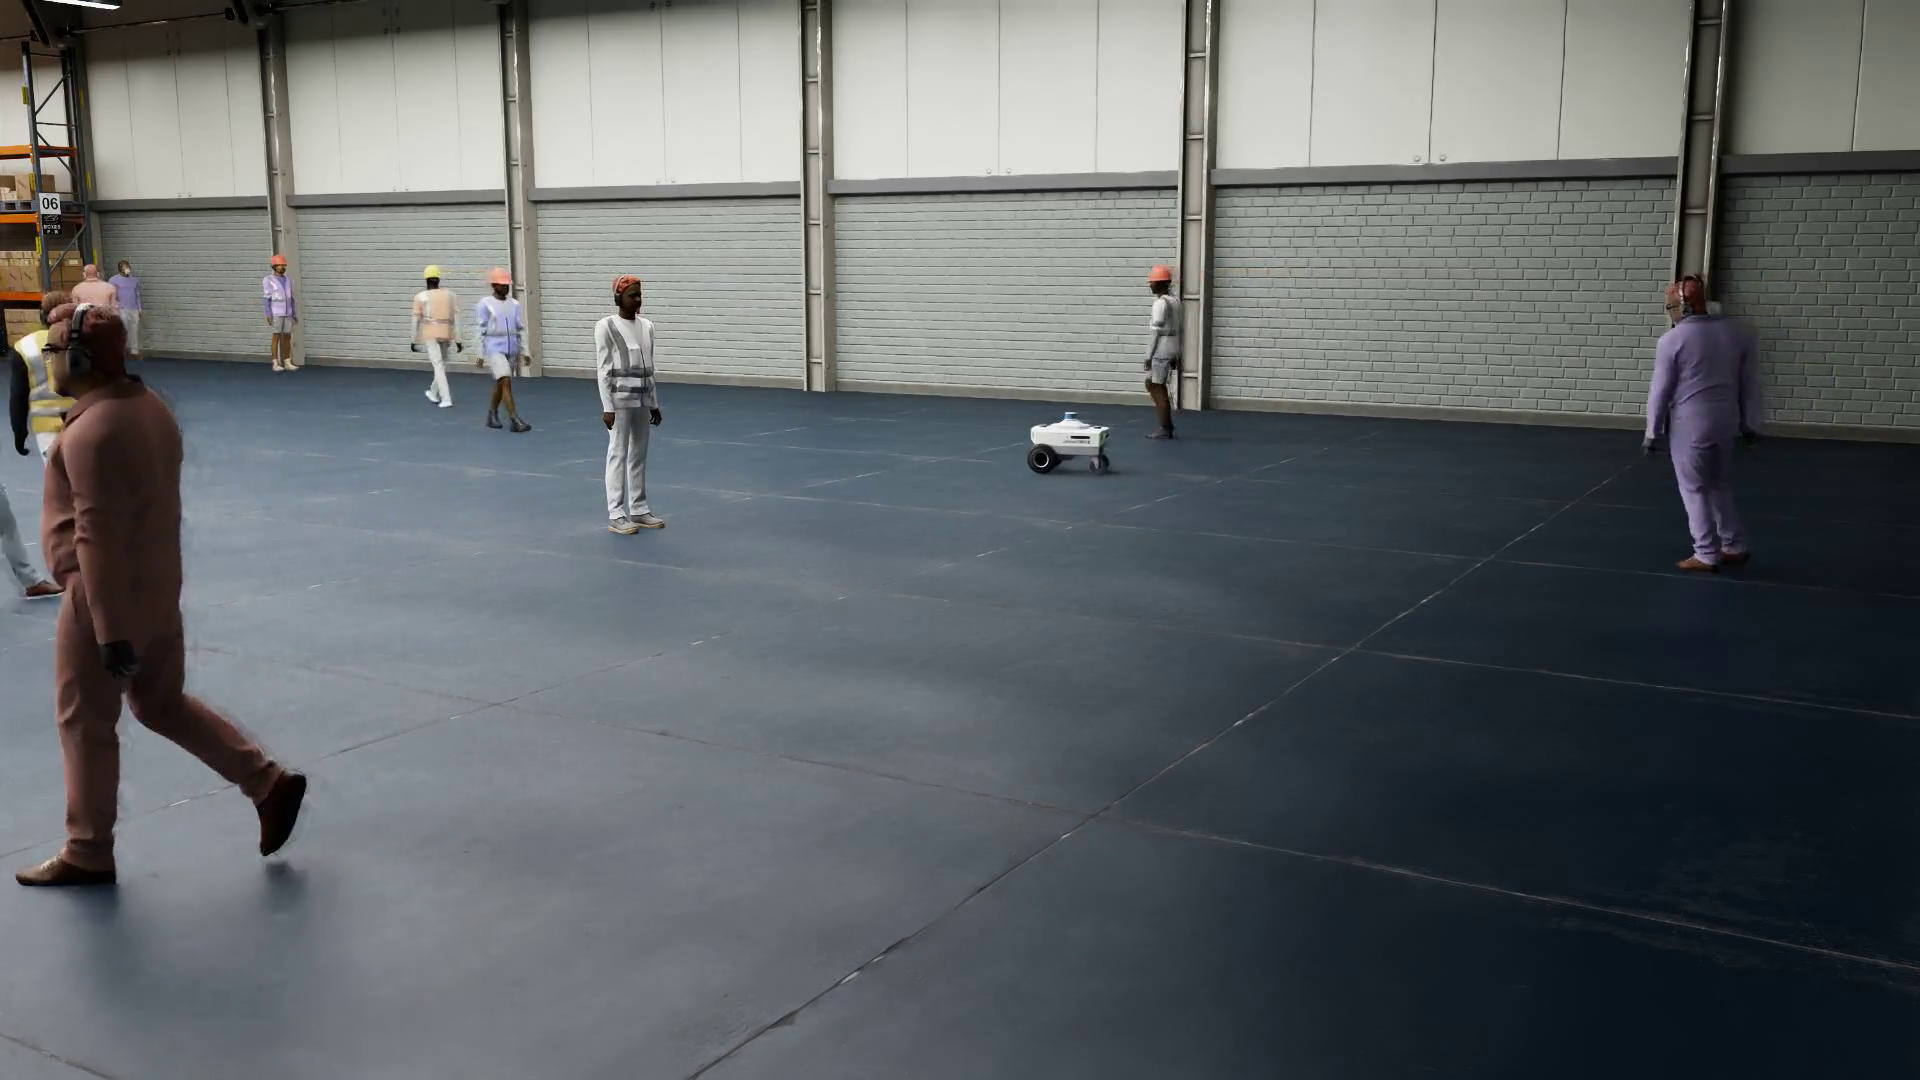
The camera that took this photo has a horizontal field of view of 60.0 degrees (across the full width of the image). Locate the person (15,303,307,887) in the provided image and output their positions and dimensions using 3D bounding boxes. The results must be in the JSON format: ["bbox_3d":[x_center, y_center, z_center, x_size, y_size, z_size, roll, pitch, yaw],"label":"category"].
[{"bbox_3d":[-2.624,0.184,5.330,0.808,1.884,0.643,-1,10,-3],"label":"person"}]

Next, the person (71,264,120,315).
[{"bbox_3d":[-13.625,-3.397,26.259,0.675,1.893,0.429,-4,11,-24],"label":"person"}]

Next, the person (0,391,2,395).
[{"bbox_3d":[-14.231,-3.097,24.199,0.383,1.996,0.609,-6,12,-33],"label":"person"}]

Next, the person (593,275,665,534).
[{"bbox_3d":[-2.423,-0.995,12.229,0.355,1.882,0.576,6,11,30],"label":"person"}]

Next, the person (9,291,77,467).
[{"bbox_3d":[-5.894,-0.735,10.980,0.646,1.785,0.974,-7,12,-35],"label":"person"}]

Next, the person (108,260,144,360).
[{"bbox_3d":[-16.243,-4.474,32.435,0.372,1.940,0.632,6,11,30],"label":"person"}]

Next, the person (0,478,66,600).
[{"bbox_3d":[-5.741,-0.409,9.657,0.873,1.583,0.521,0,10,-2],"label":"person"}]

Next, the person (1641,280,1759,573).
[{"bbox_3d":[4.739,-0.723,10.675,0.679,1.867,0.489,-3,10,-18],"label":"person"}]

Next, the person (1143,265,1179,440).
[{"bbox_3d":[2.187,-2.059,18.353,0.470,1.923,0.552,3,10,19],"label":"person"}]

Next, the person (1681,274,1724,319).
[{"bbox_3d":[8.039,-1.963,18.053,0.589,1.829,0.459,7,12,36],"label":"person"}]

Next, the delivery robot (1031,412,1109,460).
[{"bbox_3d":[1.035,-0.955,15.598,0.707,0.478,0.477,2,10,13],"label":"delivery robot"}]

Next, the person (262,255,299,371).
[{"bbox_3d":[-11.936,-3.984,29.289,0.409,2.039,0.623,6,11,30],"label":"person"}]

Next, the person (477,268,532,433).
[{"bbox_3d":[-5.302,-2.204,19.307,0.986,1.889,0.561,9,13,41],"label":"person"}]

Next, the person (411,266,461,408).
[{"bbox_3d":[-7.085,-2.727,22.370,0.615,1.873,0.969,-9,13,-41],"label":"person"}]
